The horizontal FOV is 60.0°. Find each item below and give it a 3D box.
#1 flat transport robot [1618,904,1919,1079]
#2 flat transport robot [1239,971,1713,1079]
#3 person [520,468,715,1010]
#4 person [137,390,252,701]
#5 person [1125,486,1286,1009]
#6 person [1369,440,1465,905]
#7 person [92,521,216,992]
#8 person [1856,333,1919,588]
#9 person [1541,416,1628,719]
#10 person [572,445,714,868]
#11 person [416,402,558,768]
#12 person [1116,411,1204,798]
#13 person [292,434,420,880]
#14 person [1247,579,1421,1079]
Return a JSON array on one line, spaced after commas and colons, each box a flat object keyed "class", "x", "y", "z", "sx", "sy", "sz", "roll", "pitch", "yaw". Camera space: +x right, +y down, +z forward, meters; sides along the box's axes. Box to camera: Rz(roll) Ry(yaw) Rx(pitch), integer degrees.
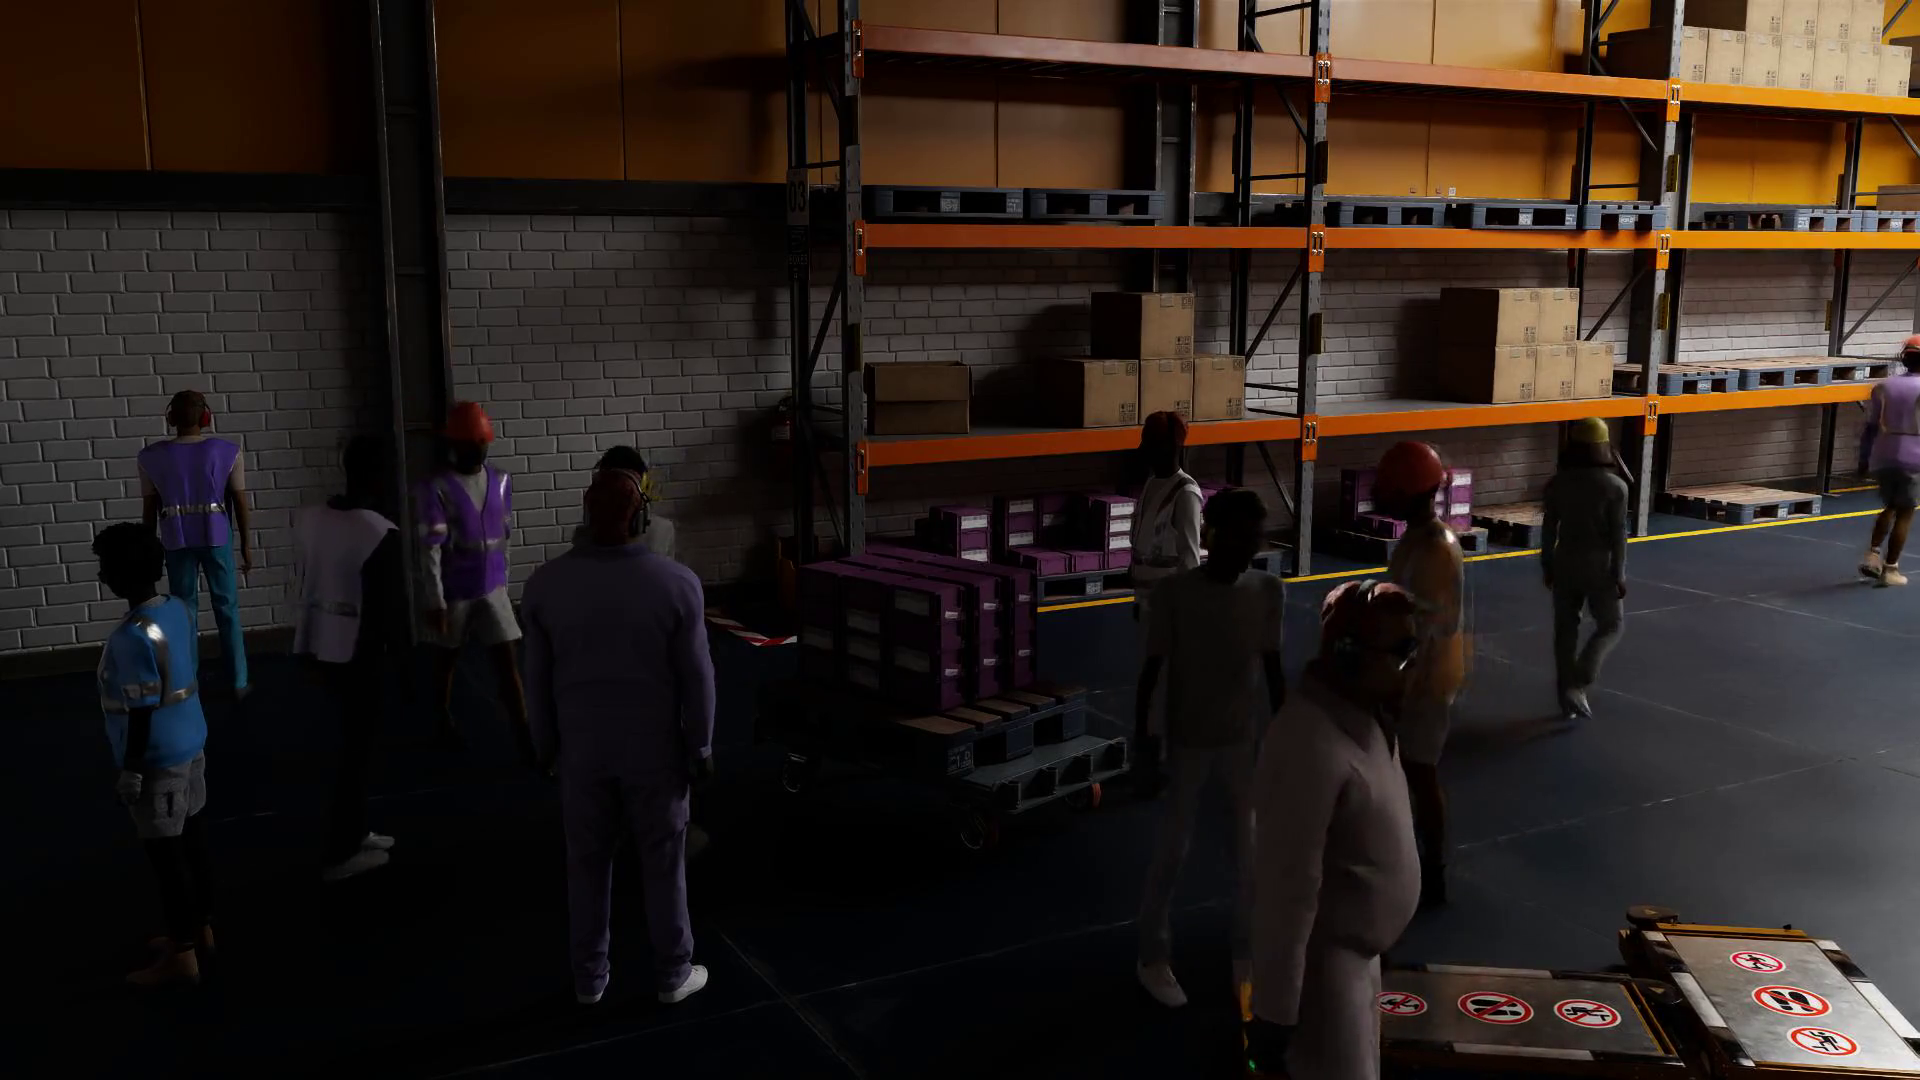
[{"class": "flat transport robot", "x": 2.695, "y": 1.572, "z": 5.484, "sx": 0.652, "sy": 0.197, "sz": 1.431, "roll": 1, "pitch": 10, "yaw": 7}, {"class": "flat transport robot", "x": 1.635, "y": 1.594, "z": 5.356, "sx": 1.431, "sy": 0.197, "sz": 0.652, "roll": 1, "pitch": 10, "yaw": 7}, {"class": "person", "x": -1.170, "y": 0.698, "z": 5.813, "sx": 0.654, "sy": 1.906, "sz": 0.406, "roll": 0, "pitch": 10, "yaw": 2}, {"class": "person", "x": -4.450, "y": 0.049, "z": 9.720, "sx": 0.569, "sy": 1.843, "sz": 0.373, "roll": -4, "pitch": 11, "yaw": -24}, {"class": "person", "x": 0.860, "y": 0.724, "z": 5.821, "sx": 0.605, "sy": 1.852, "sz": 0.369, "roll": -2, "pitch": 10, "yaw": -9}, {"class": "person", "x": 1.793, "y": 0.546, "z": 6.687, "sx": 0.485, "sy": 1.906, "sz": 0.550, "roll": 0, "pitch": 10, "yaw": 3}, {"class": "person", "x": -2.903, "y": 0.771, "z": 6.005, "sx": 0.320, "sy": 1.692, "sz": 0.531, "roll": -1, "pitch": 10, "yaw": -8}, {"class": "person", "x": 7.456, "y": -0.618, "z": 13.108, "sx": 0.525, "sy": 2.010, "sz": 0.616, "roll": -5, "pitch": 11, "yaw": -27}, {"class": "person", "x": 3.487, "y": 0.168, "z": 9.330, "sx": 0.390, "sy": 1.729, "sz": 0.509, "roll": -9, "pitch": 14, "yaw": -43}, {"class": "person", "x": -1.399, "y": 0.511, "z": 7.158, "sx": 0.888, "sy": 1.823, "sz": 0.546, "roll": 9, "pitch": 13, "yaw": 42}, {"class": "person", "x": -2.492, "y": 0.237, "z": 8.538, "sx": 1.037, "sy": 1.876, "sz": 0.569, "roll": 10, "pitch": 14, "yaw": 44}, {"class": "person", "x": 0.985, "y": 0.309, "z": 8.123, "sx": 0.355, "sy": 1.882, "sz": 0.576, "roll": -2, "pitch": 10, "yaw": -14}, {"class": "person", "x": -2.522, "y": 0.491, "z": 7.057, "sx": 0.650, "sy": 1.889, "sz": 0.577, "roll": 7, "pitch": 12, "yaw": 36}, {"class": "person", "x": 0.844, "y": 1.007, "z": 4.095, "sx": 0.544, "sy": 1.886, "sz": 0.673, "roll": 4, "pitch": 11, "yaw": 21}]
